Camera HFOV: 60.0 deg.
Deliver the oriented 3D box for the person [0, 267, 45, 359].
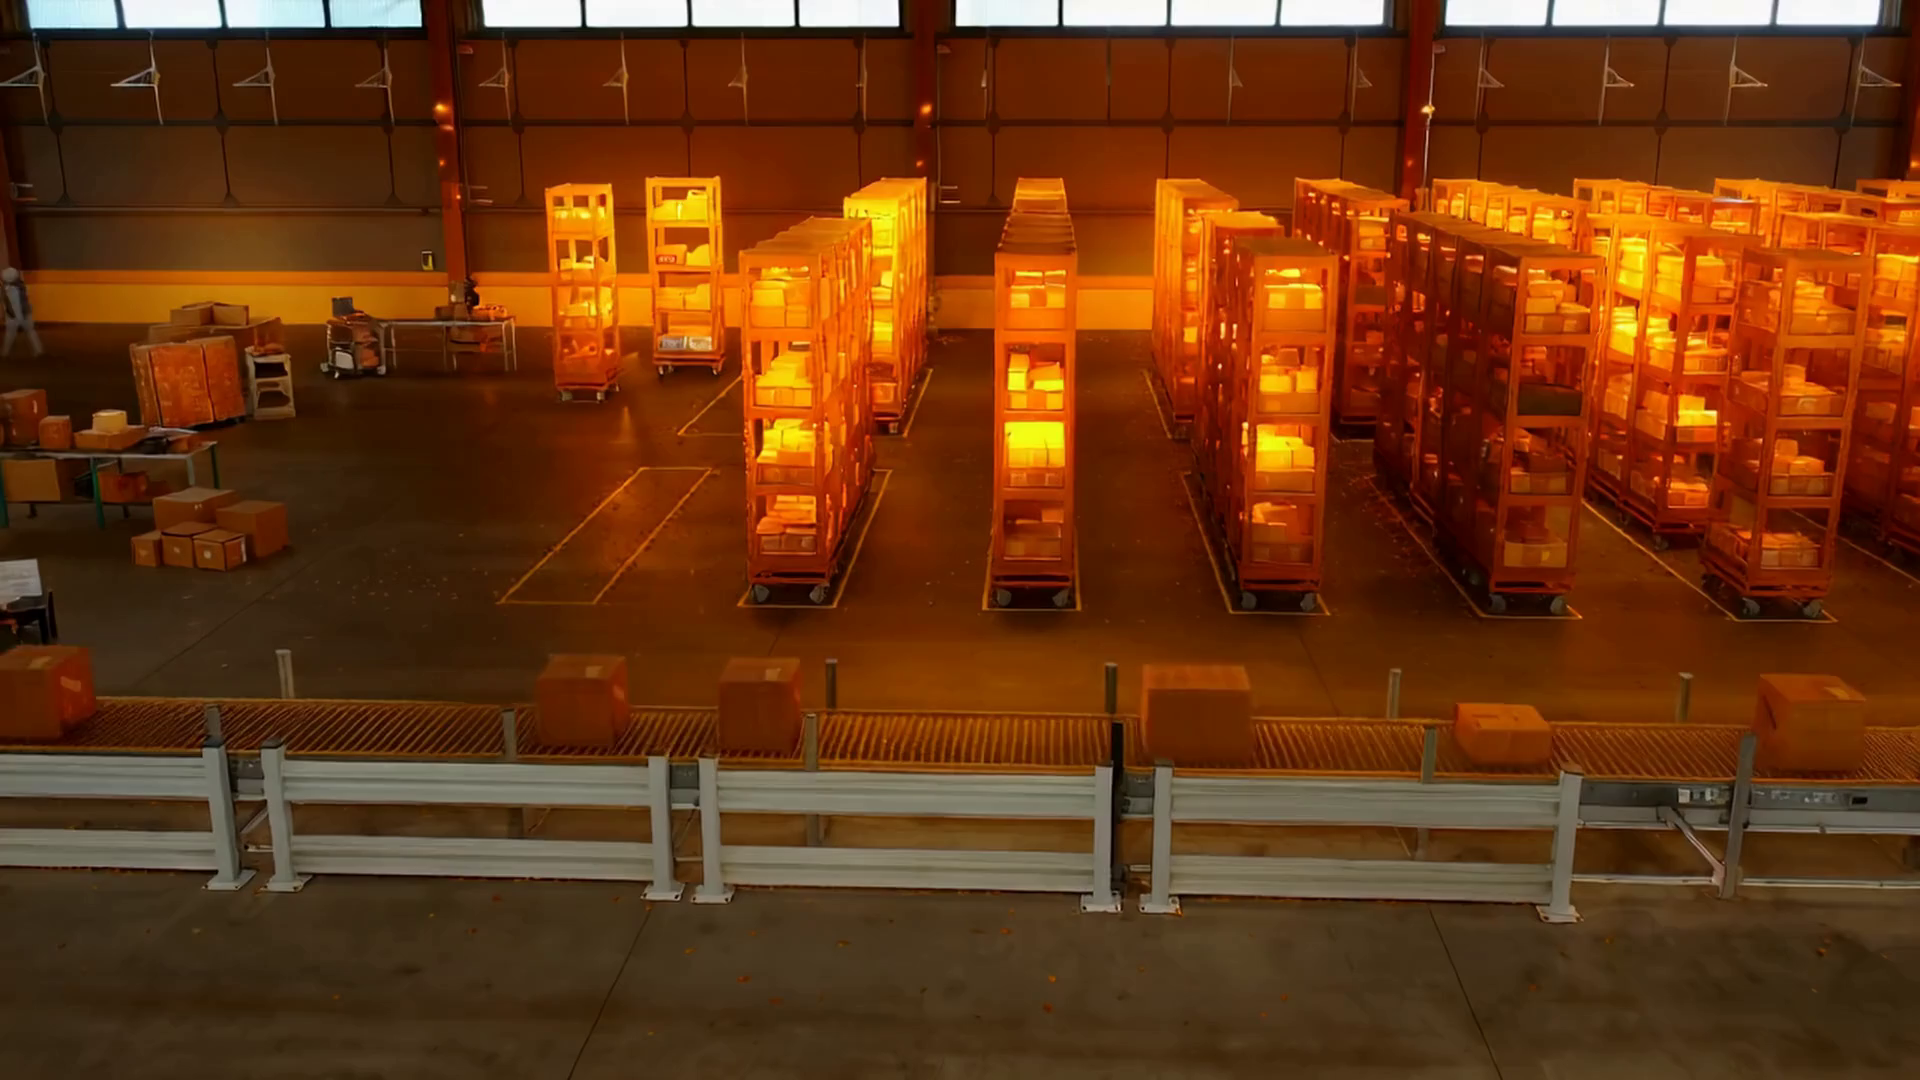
[{"bbox_3d":[-18.566,-4.438,32.612,0.970,1.789,0.632,-2,15,-9],"label":"person"}]
